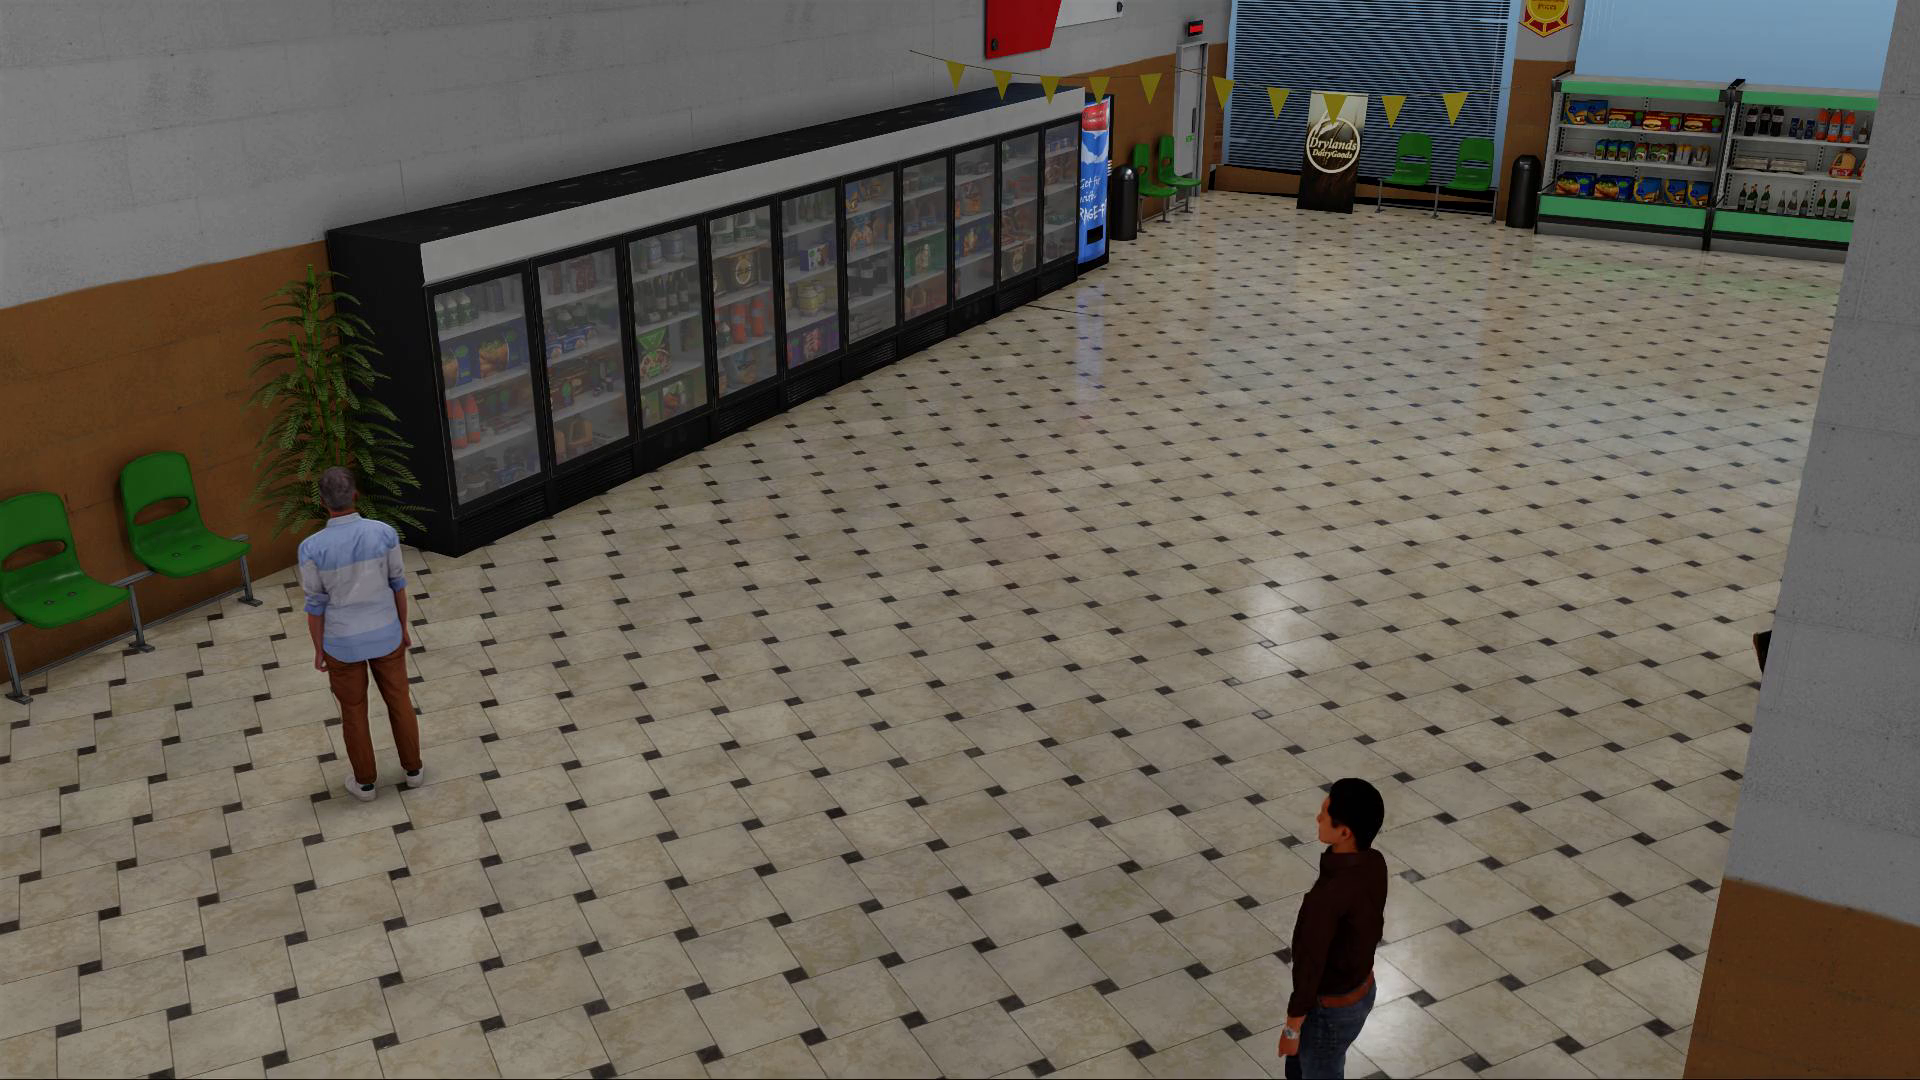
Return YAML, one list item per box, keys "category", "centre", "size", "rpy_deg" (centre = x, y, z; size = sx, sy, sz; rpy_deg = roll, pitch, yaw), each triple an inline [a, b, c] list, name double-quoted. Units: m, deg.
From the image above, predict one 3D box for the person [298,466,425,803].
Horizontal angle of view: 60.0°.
- category: "person"
  centre: [-3.139, 0.496, 8.735]
  size: [0.766, 1.824, 0.735]
  rpy_deg: [-14, 26, -31]

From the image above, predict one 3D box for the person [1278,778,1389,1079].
- category: "person"
  centre: [1.395, 1.682, 5.872]
  size: [1.051, 1.758, 0.648]
  rpy_deg: [13, 25, 29]
